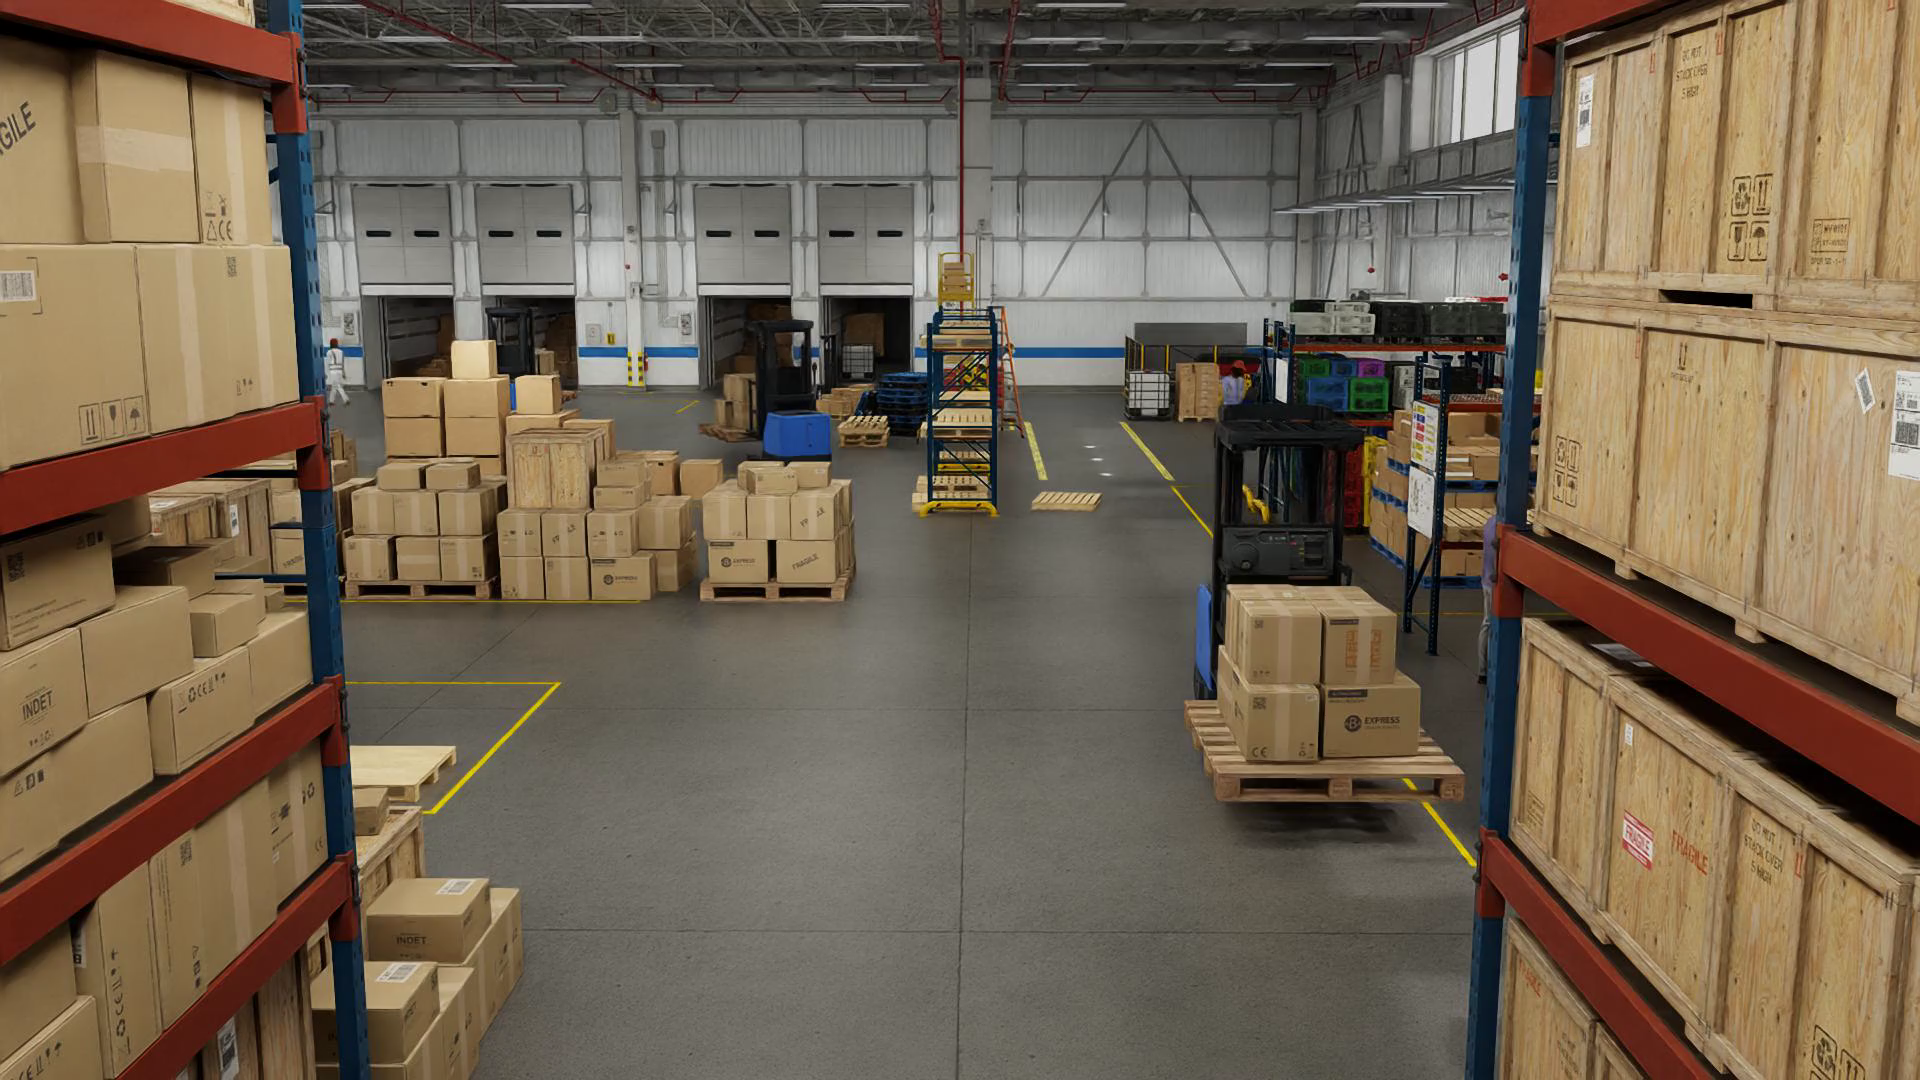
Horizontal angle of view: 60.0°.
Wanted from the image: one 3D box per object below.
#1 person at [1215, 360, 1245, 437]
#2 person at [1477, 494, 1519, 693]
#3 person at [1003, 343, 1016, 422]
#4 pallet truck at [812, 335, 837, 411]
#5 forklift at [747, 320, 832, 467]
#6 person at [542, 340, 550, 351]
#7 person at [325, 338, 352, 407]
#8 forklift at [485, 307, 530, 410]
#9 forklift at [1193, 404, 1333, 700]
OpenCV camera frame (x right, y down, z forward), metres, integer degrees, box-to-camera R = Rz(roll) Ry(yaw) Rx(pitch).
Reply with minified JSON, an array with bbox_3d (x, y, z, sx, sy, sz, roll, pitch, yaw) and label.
[{"bbox_3d":[5.647,-2.822,34.792,0.585,1.907,0.728,-5,11,-27],"label":"person"},{"bbox_3d":[5.118,0.466,15.740,0.357,1.938,0.636,0,10,0],"label":"person"},{"bbox_3d":[1.190,-3.848,40.619,0.372,1.940,0.630,0,10,0],"label":"person"},{"bbox_3d":[-3.021,-4.312,43.126,1.885,1.965,0.823,3,10,17],"label":"pallet truck"},{"bbox_3d":[-3.278,-2.816,31.951,1.129,2.768,1.873,-5,11,-26],"label":"forklift"},{"bbox_3d":[-11.863,-4.943,47.924,0.856,1.597,0.524,-2,10,-11],"label":"person"},{"bbox_3d":[-16.658,-4.467,44.479,0.955,1.851,0.584,3,10,18],"label":"person"},{"bbox_3d":[-10.754,-4.150,39.646,1.129,2.768,1.873,0,10,1],"label":"forklift"},{"bbox_3d":[2.695,0.215,14.459,1.129,2.768,1.873,0,10,1],"label":"forklift"}]
